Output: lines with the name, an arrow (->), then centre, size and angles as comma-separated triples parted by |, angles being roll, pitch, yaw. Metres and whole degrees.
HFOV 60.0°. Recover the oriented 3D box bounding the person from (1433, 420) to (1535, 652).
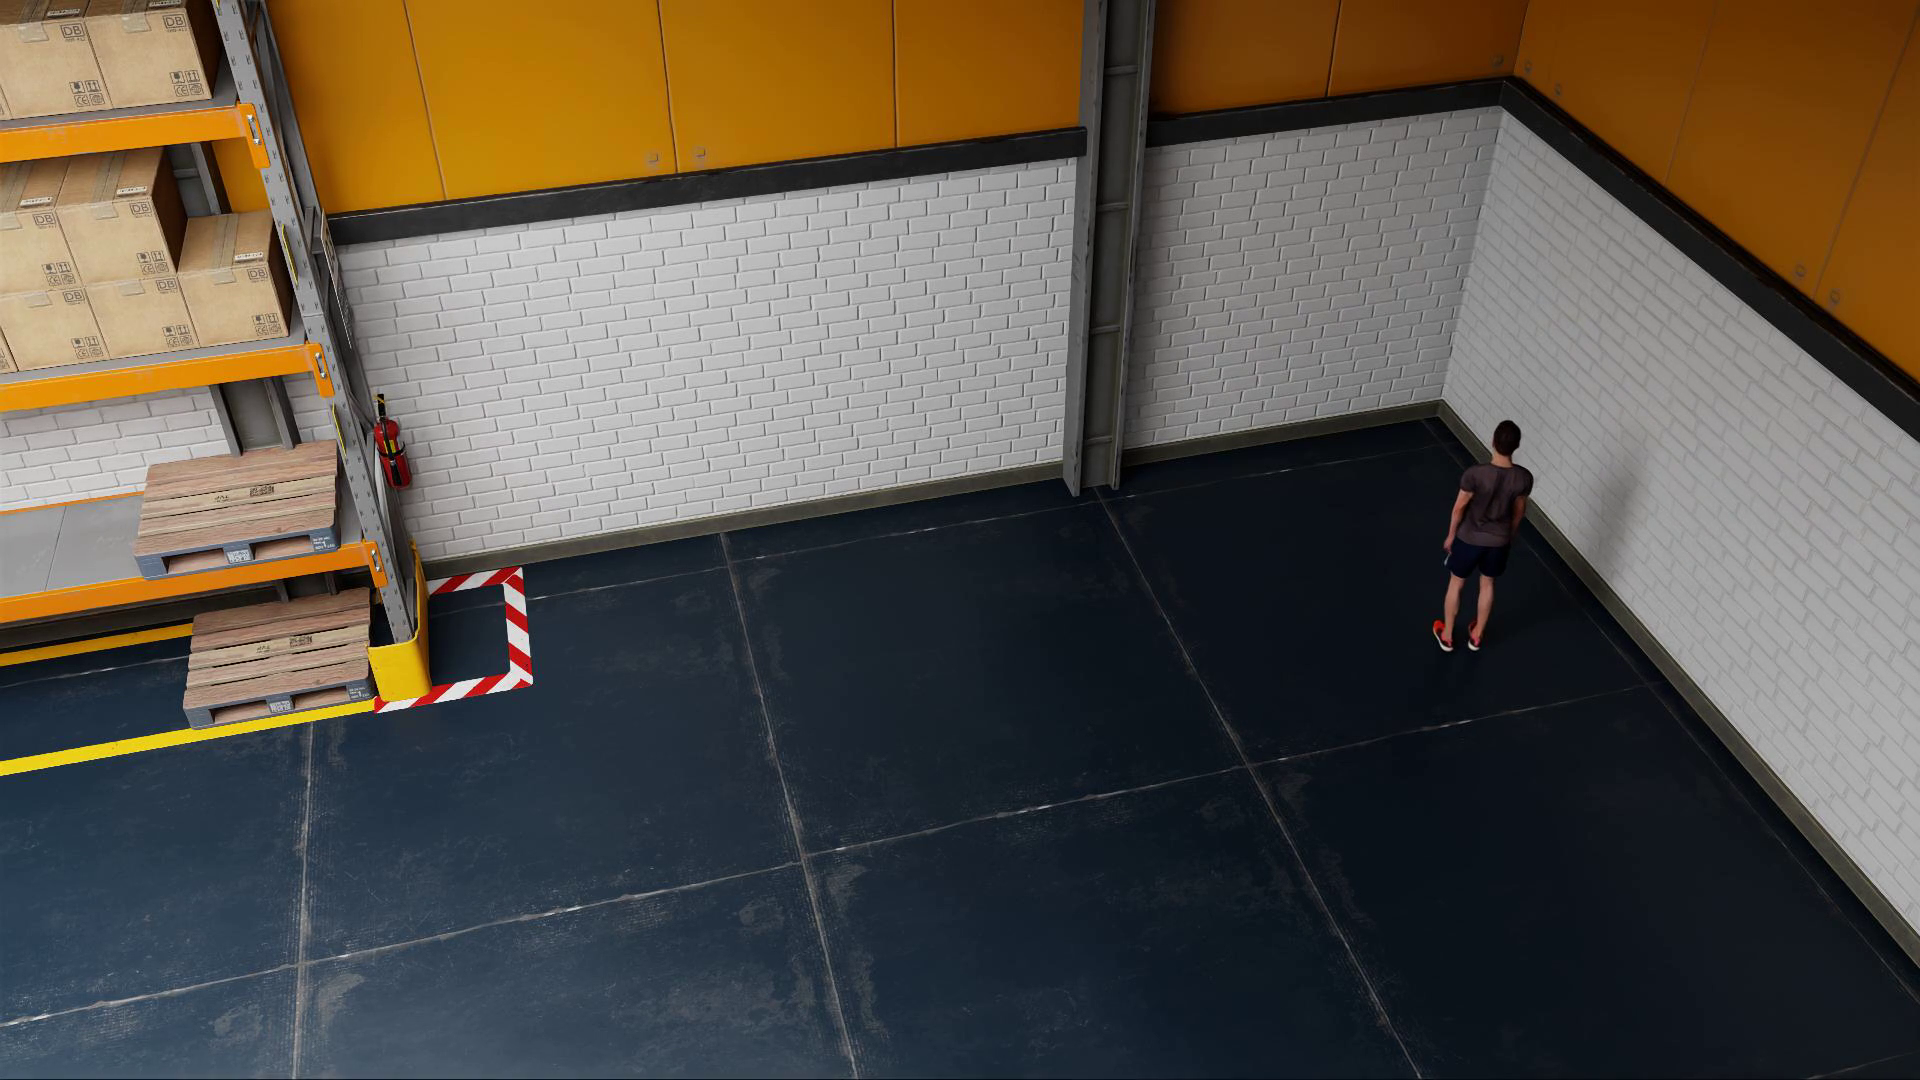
person -> 3.576, 0.006, 11.388 | 0.575, 1.849, 0.752 | 0, 39, 0
